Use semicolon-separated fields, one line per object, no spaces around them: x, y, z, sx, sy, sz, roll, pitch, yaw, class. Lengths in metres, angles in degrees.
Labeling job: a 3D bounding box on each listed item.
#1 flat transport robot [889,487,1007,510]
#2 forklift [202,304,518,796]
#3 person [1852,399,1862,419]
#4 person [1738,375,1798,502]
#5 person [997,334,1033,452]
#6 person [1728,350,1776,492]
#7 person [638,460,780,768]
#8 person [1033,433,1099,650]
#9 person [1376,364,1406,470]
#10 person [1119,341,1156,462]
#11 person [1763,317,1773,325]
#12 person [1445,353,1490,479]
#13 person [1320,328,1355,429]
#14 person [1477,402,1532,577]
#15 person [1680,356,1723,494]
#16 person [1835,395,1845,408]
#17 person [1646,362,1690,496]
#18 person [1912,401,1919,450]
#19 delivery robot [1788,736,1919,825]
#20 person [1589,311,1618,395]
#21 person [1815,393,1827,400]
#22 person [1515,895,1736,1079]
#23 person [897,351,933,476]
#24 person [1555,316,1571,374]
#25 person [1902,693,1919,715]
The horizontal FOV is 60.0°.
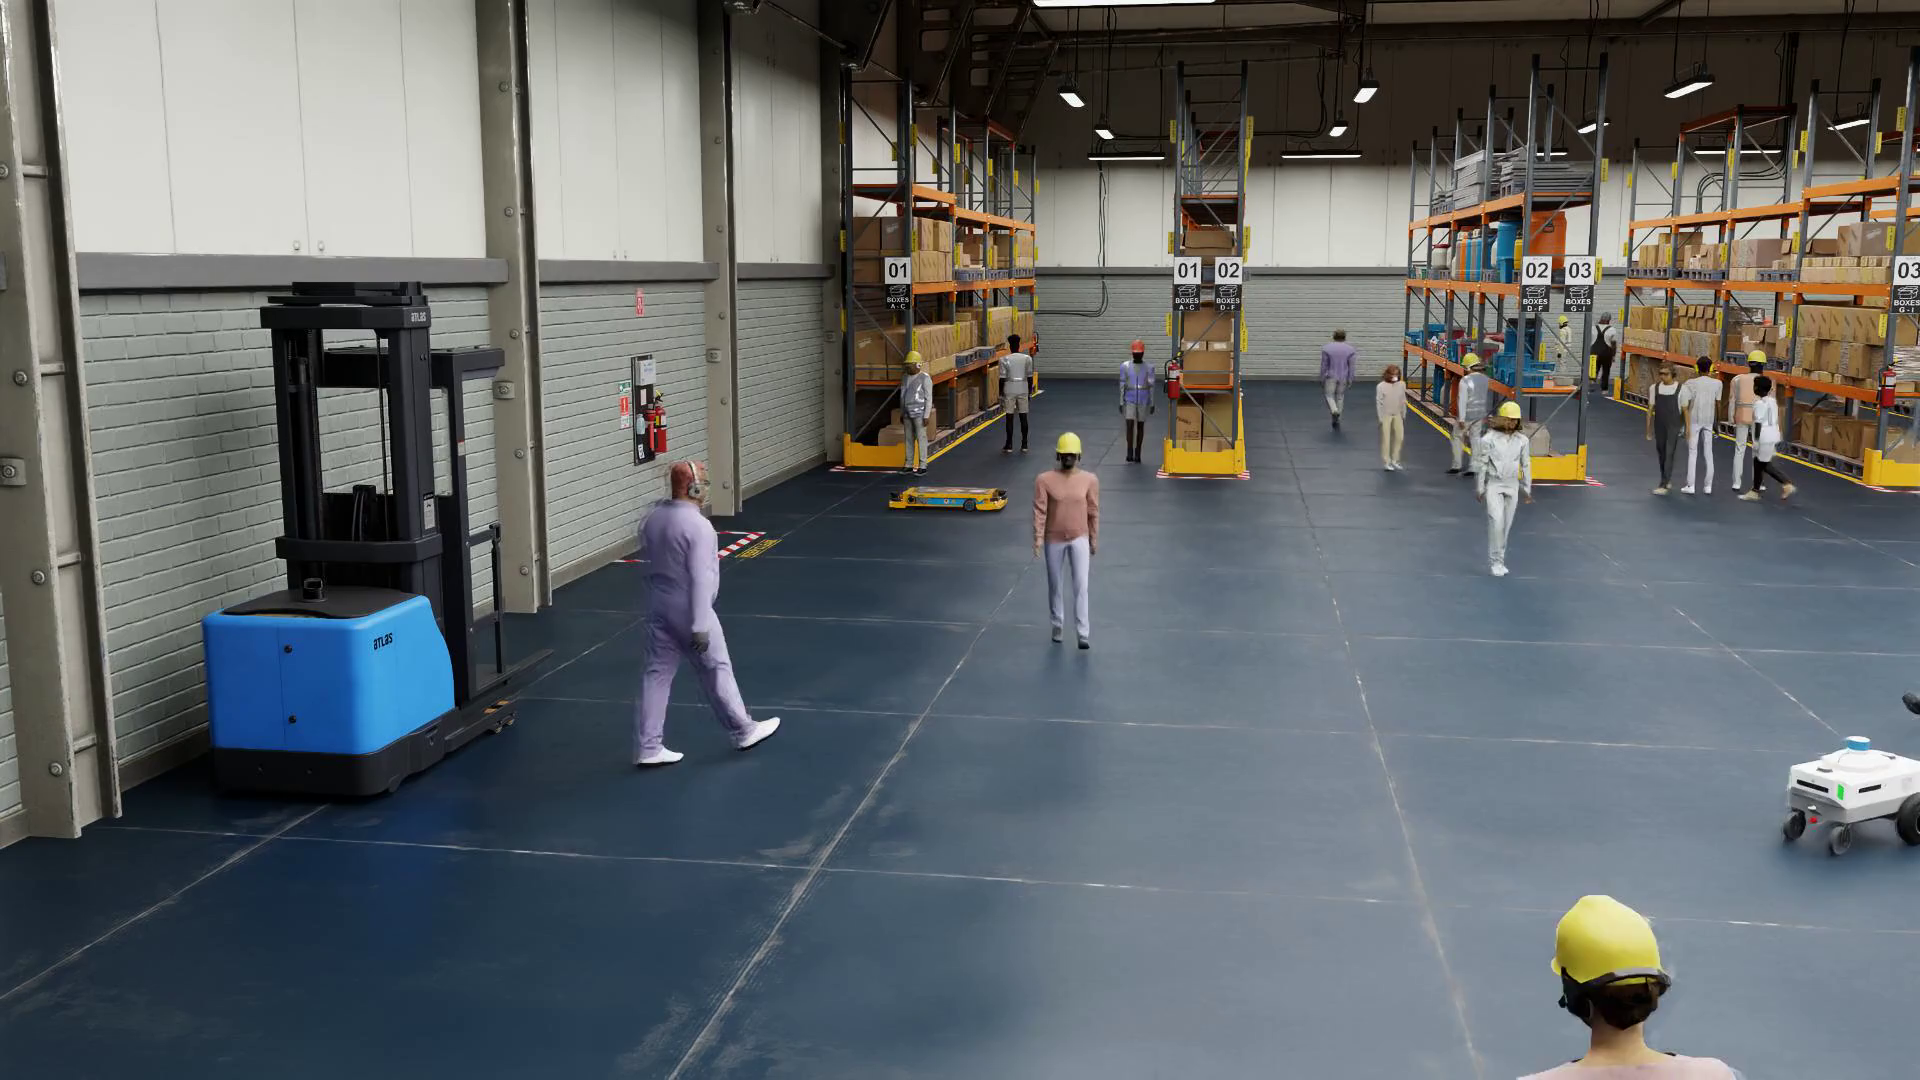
-0.145;-0.540;21.271;1.431;0.197;0.652;1;9;9;flat transport robot
-3.673;-0.038;10.147;1.129;2.768;1.873;1;9;9;forklift
16.789;-2.970;30.946;0.627;1.950;0.922;-1;9;-3;person
10.540;-1.304;21.576;0.676;1.666;0.544;7;12;39;person
0.918;-2.445;27.697;0.603;1.959;0.376;-2;9;-14;person
10.842;-1.632;22.789;0.594;1.922;0.376;6;11;34;person
-1.595;0.437;10.208;0.965;1.856;0.678;-9;13;-42;person
0.848;0.012;13.266;0.539;1.727;0.881;0;9;1;person
6.498;-1.844;25.045;0.526;1.603;0.453;-2;9;-11;person
2.781;-2.157;26.071;0.570;1.905;0.875;1;9;4;person
16.936;-3.684;35.074;0.606;2.045;0.389;1;9;8;person
7.384;-1.815;24.257;0.603;1.816;0.573;-5;11;-29;person
7.189;-3.067;31.630;0.631;1.926;0.623;0;9;0;person
5.398;-0.493;16.393;0.507;1.718;0.699;-1;9;-7;person
10.028;-1.559;22.523;0.526;1.865;0.315;1;9;6;person
19.474;-3.880;36.530;0.631;1.950;0.913;1;9;5;person
9.636;-1.529;22.572;0.562;1.803;0.916;8;12;40;person
12.661;-1.276;21.545;0.648;1.606;0.542;-6;11;-32;person
4.756;1.288;8.835;0.707;0.478;0.477;-5;10;-27;delivery robot
15.674;-4.545;40.525;0.696;2.000;0.592;7;12;38;person
20.331;-4.143;38.792;0.565;1.749;0.541;2;9;10;person
1.367;1.611;3.392;0.523;1.737;0.849;0;9;-2;person
-0.679;-1.862;24.485;0.586;1.835;0.403;9;13;42;person
15.789;-4.953;43.583;0.404;1.824;0.591;7;11;35;person
6.471;0.379;10.533;0.558;1.871;1.025;-4;10;-21;person
